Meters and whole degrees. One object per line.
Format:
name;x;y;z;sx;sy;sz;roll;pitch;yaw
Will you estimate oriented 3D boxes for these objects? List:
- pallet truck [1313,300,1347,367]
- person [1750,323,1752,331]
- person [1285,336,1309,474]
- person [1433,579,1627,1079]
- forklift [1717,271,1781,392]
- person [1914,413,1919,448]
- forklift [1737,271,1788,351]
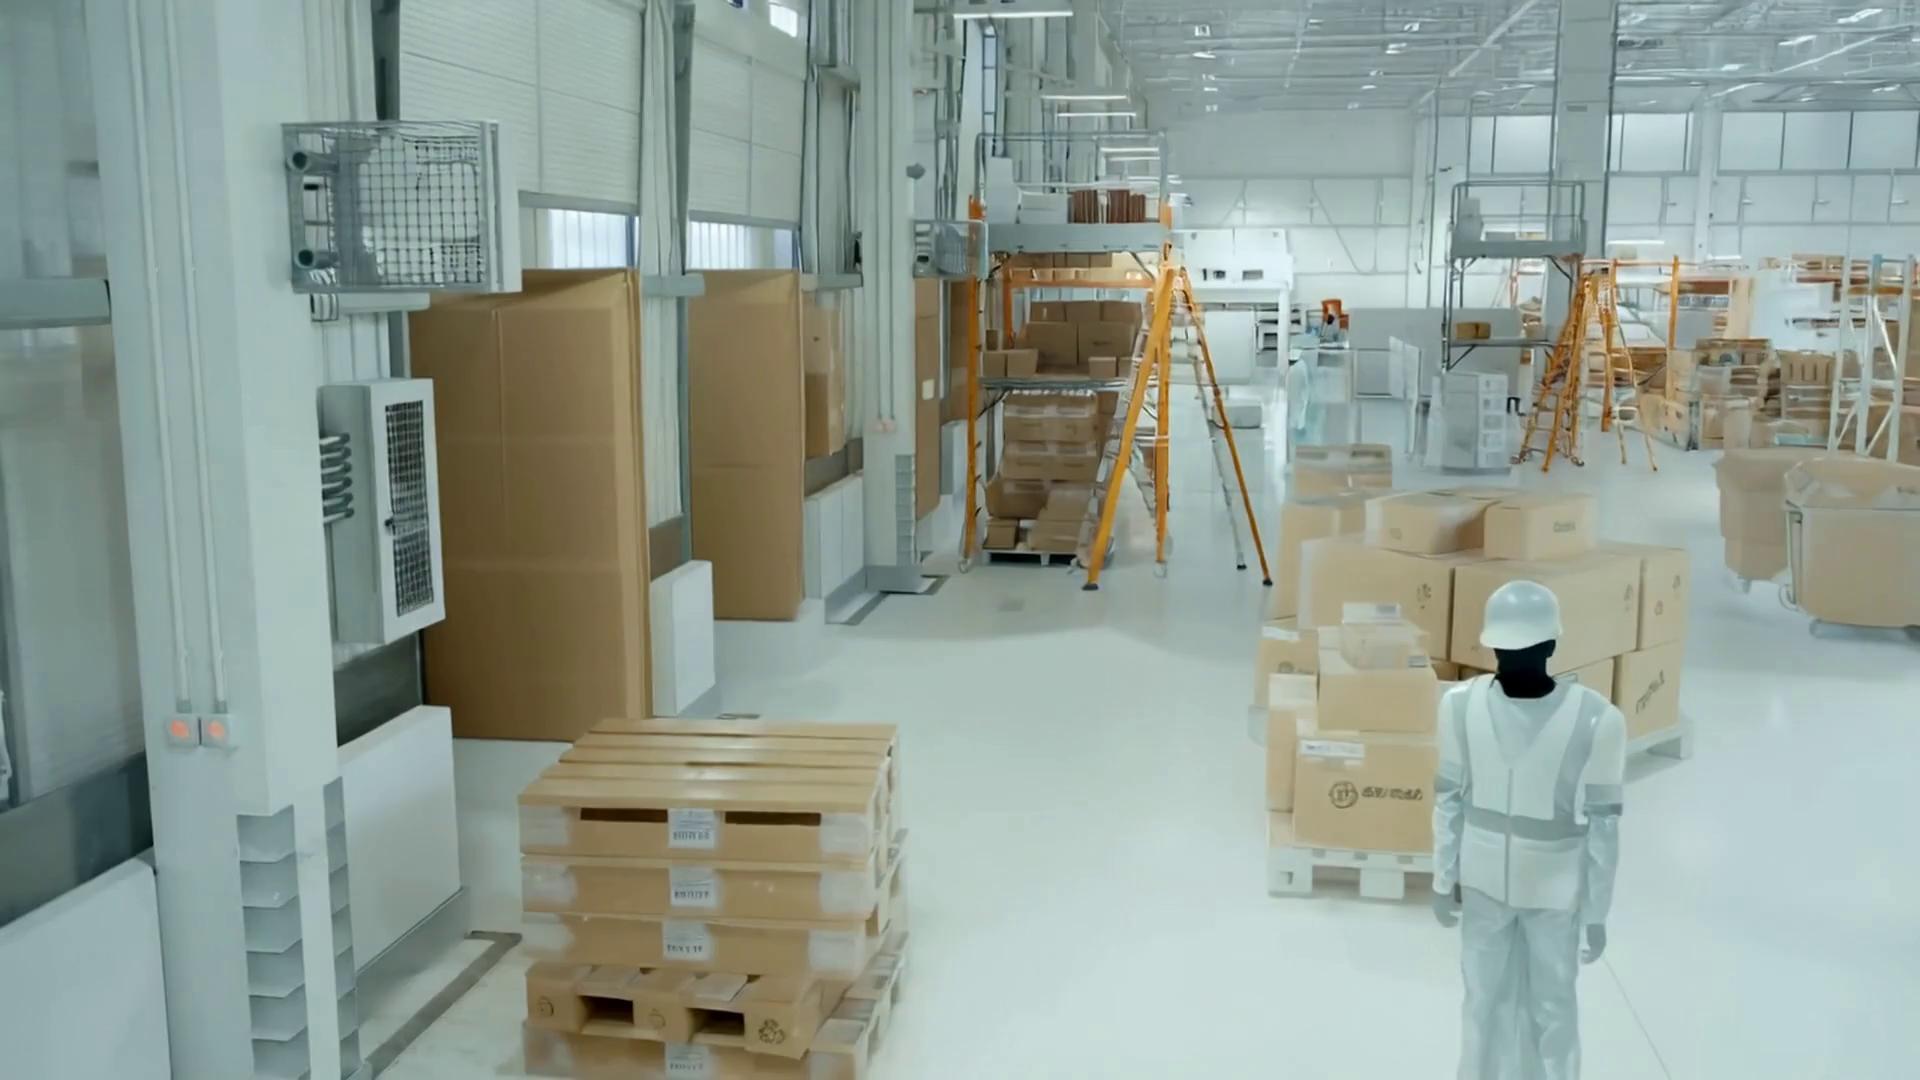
pallet truck;11.159;-6.200;49.718;0.823;1.965;1.885;4;10;26
person;20.124;-4.902;42.032;0.347;1.909;0.767;1;9;7
person;4.688;-1.892;23.364;0.374;1.929;0.542;-1;9;-6
person;1.733;1.064;5.167;0.584;1.920;0.395;7;12;37
forklift;18.616;-4.835;38.584;1.873;2.768;1.129;1;9;9
person;15.595;-2.338;26.707;0.485;1.739;0.320;-9;13;-44
forklift;22.794;-6.346;47.905;1.873;2.768;1.129;-3;10;-17
